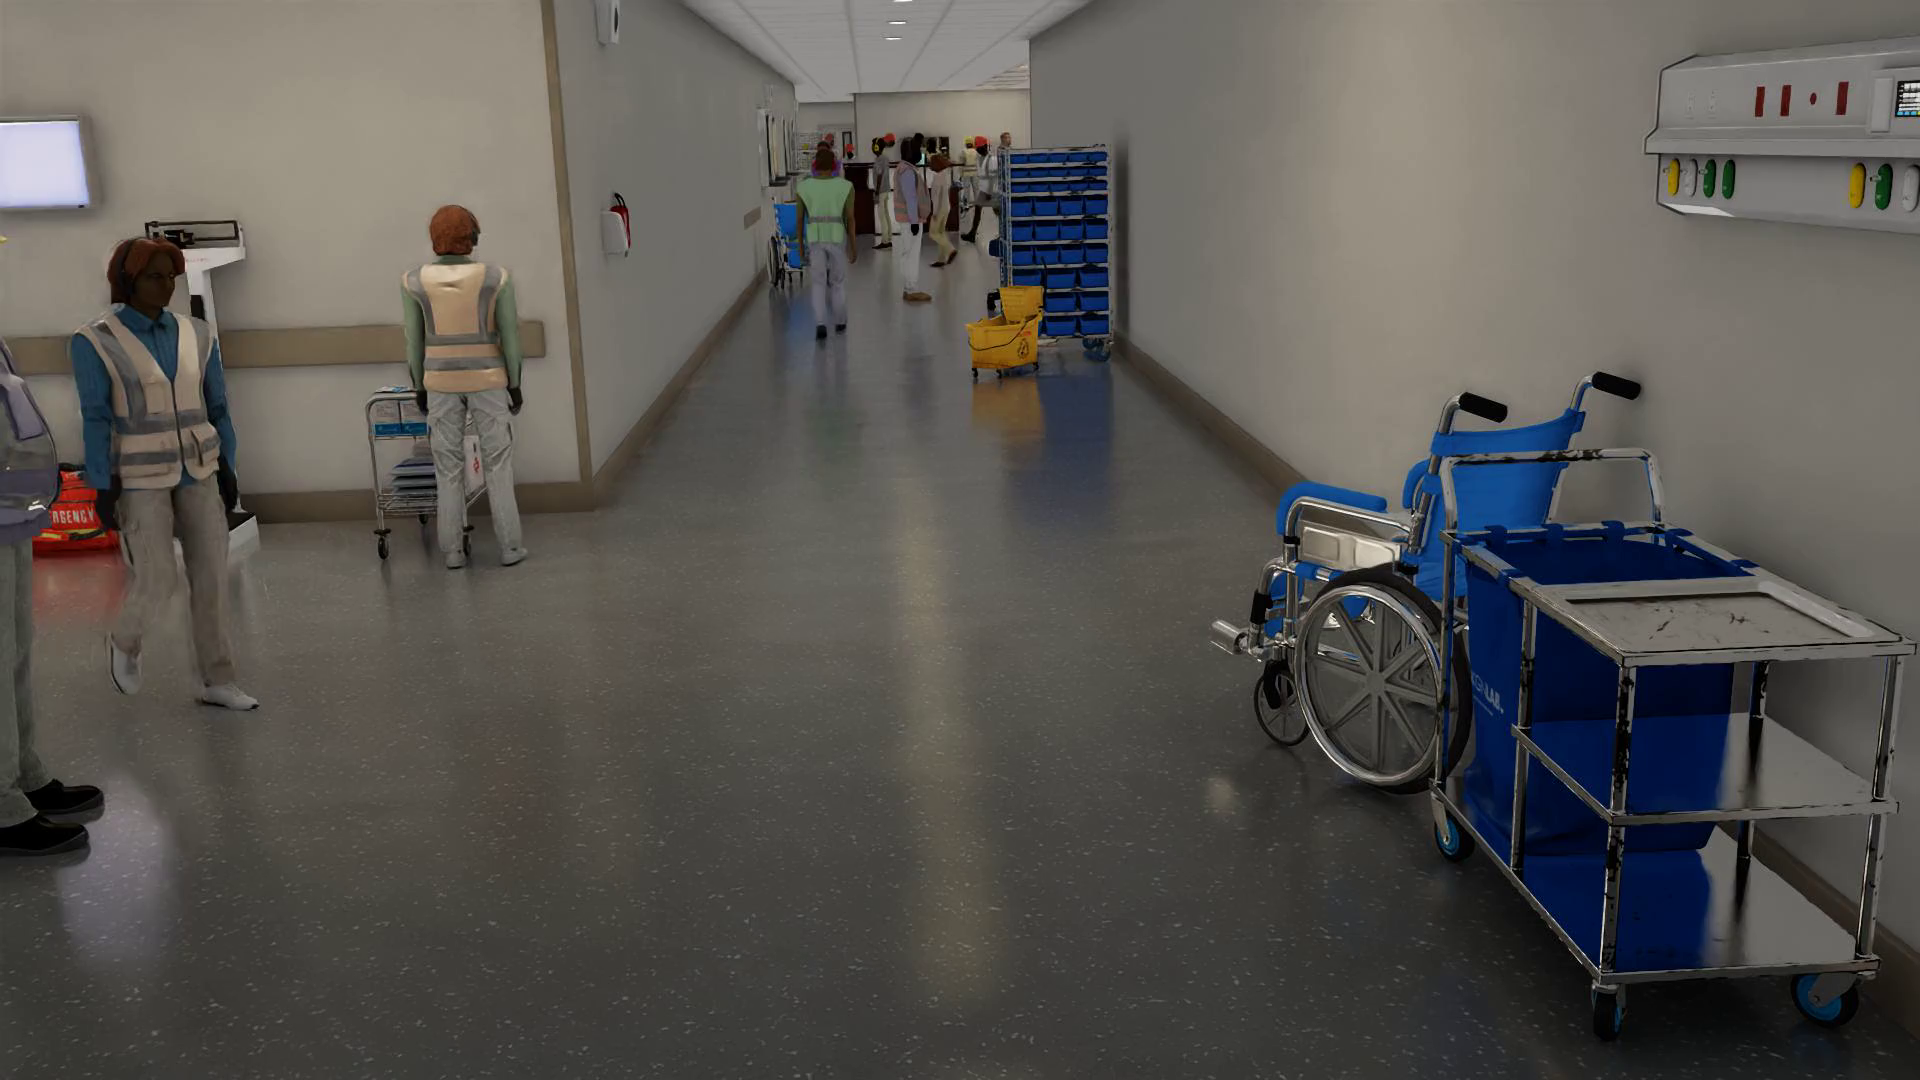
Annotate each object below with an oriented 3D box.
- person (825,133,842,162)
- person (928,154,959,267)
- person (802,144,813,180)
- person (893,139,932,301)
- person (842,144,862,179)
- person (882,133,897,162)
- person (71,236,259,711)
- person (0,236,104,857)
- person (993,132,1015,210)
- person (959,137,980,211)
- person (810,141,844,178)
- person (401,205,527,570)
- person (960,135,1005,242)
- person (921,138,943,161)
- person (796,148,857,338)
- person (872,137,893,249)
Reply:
[{"bbox_3d":[-2.930,-8.339,38.293,0.384,1.996,0.610,7,16,32],"label":"person"},{"bbox_3d":[-0.265,-4.730,23.928,0.418,1.625,0.515,3,15,20],"label":"person"},{"bbox_3d":[-4.234,-10.109,46.204,0.310,1.768,0.533,4,15,20],"label":"person"},{"bbox_3d":[-0.545,-3.692,19.241,0.429,1.843,0.631,-4,14,-8],"label":"person"},{"bbox_3d":[-2.685,-8.892,41.061,0.563,1.741,0.339,6,16,29],"label":"person"},{"bbox_3d":[-1.677,-8.440,38.605,0.491,1.972,0.629,-5,14,-13],"label":"person"},{"bbox_3d":[-2.697,-0.203,5.602,0.463,1.620,0.528,7,16,32],"label":"person"},{"bbox_3d":[-2.658,-0.048,4.531,0.404,1.832,0.599,-6,14,-17],"label":"person"},{"bbox_3d":[1.049,-8.220,37.511,0.409,1.913,0.651,11,19,42],"label":"person"},{"bbox_3d":[0.257,-9.104,41.406,0.590,1.833,0.404,-5,14,-12],"label":"person"},{"bbox_3d":[-2.110,-5.425,26.544,0.570,1.840,0.372,3,15,20],"label":"person"},{"bbox_3d":[-2.211,-0.673,7.469,0.506,1.631,0.311,-3,14,-5],"label":"person"},{"bbox_3d":[0.467,-6.214,29.460,1.021,1.870,0.572,-10,16,-32],"label":"person"},{"bbox_3d":[-0.623,-8.199,37.796,0.628,1.837,0.430,-10,16,-30],"label":"person"},{"bbox_3d":[-1.287,-2.869,16.054,0.581,1.795,1.008,-2,14,0],"label":"person"},{"bbox_3d":[-1.358,-5.917,28.420,0.327,1.874,0.521,3,14,18],"label":"person"}]
